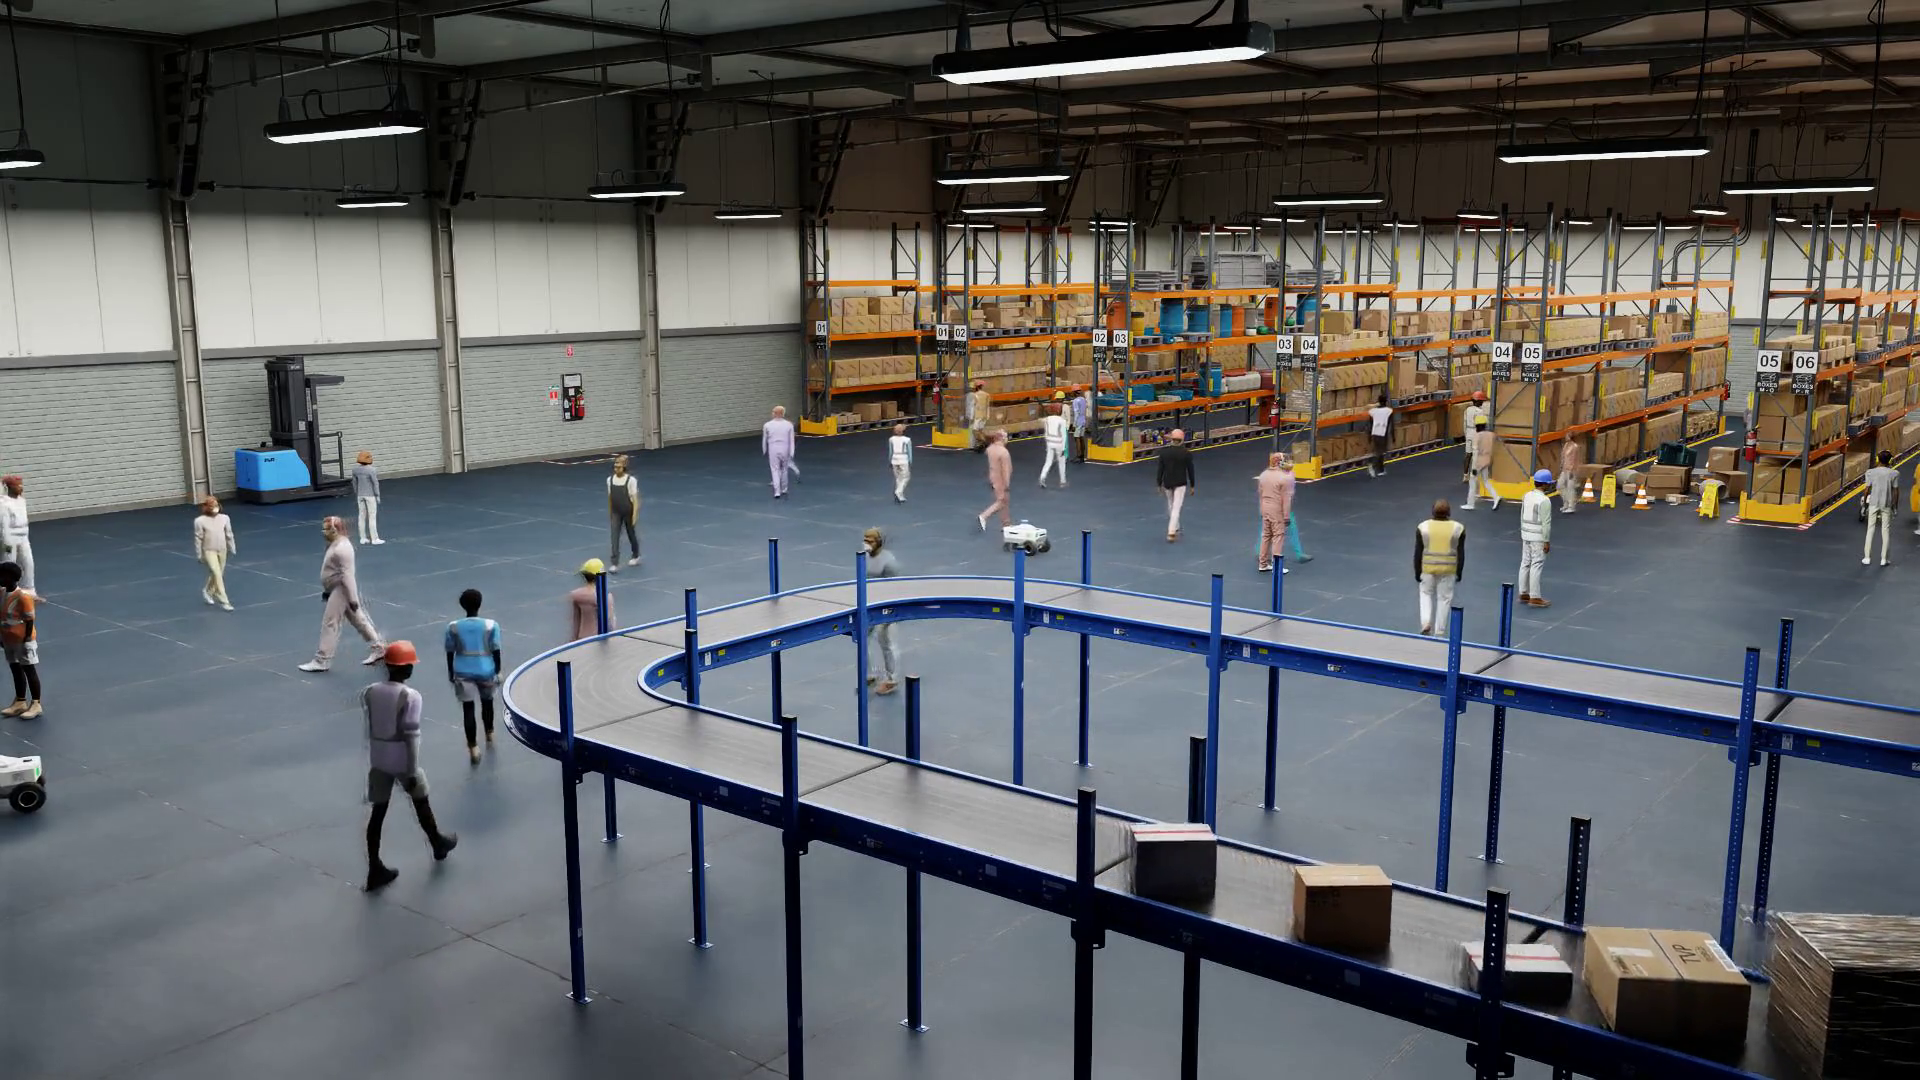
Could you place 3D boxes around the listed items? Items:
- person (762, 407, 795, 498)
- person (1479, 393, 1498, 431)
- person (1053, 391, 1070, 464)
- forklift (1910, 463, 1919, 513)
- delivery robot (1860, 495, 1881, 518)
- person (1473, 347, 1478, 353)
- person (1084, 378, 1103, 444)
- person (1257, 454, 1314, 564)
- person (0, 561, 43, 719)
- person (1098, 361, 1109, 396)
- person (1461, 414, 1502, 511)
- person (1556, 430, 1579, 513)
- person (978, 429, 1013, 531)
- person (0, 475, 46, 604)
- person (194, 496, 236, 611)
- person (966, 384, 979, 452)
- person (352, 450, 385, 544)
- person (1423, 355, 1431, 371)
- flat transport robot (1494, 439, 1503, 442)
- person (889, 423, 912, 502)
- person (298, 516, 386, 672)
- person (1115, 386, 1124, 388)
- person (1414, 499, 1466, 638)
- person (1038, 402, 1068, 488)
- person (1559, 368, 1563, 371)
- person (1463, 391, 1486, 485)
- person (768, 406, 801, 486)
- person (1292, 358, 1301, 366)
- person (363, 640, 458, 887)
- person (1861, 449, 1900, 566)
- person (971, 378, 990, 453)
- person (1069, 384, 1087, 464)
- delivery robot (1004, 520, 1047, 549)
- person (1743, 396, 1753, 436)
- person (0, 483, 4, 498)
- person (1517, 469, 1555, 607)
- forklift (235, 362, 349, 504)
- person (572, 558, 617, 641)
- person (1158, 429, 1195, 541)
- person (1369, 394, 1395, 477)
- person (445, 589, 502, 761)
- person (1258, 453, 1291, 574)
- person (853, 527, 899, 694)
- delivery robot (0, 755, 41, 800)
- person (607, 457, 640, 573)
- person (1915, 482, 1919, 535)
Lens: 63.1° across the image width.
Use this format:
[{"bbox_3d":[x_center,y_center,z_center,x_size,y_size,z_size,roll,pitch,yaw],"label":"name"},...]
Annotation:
[{"bbox_3d":[-3.777,-1.825,32.552,0.659,1.850,1.007,-1,10,-8],"label":"person"},{"bbox_3d":[13.300,-2.924,39.453,0.513,1.581,0.903,7,12,33],"label":"person"},{"bbox_3d":[2.430,-2.717,37.800,0.523,1.763,0.329,10,14,43],"label":"person"},{"bbox_3d":[19.034,-1.348,28.998,2.313,2.155,1.214,8,13,37],"label":"forklift"},{"bbox_3d":[17.274,-0.679,29.581,0.477,0.478,0.707,4,11,21],"label":"delivery robot"},{"bbox_3d":[17.805,-5.702,54.164,0.870,1.926,0.612,2,10,10],"label":"person"},{"bbox_3d":[3.376,-3.179,39.938,0.575,1.921,0.447,8,13,38],"label":"person"},{"bbox_3d":[5.246,-0.504,25.273,0.580,1.781,0.997,-10,14,-44],"label":"person"},{"bbox_3d":[-10.076,1.062,16.709,0.529,1.697,0.321,6,11,28],"label":"person"},{"bbox_3d":[4.617,-5.259,51.680,0.649,1.906,0.800,8,13,37],"label":"person"},{"bbox_3d":[10.214,-1.501,30.539,0.597,1.905,0.791,-6,12,-31],"label":"person"},{"bbox_3d":[11.816,-1.329,30.365,0.404,1.624,0.540,0,10,2],"label":"person"},{"bbox_3d":[0.685,-1.067,28.161,0.763,1.883,0.655,-4,11,-21],"label":"person"},{"bbox_3d":[-13.539,-0.003,22.271,0.789,1.861,0.586,1,10,6],"label":"person"},{"bbox_3d":[-10.521,0.160,22.055,0.808,1.599,0.513,7,12,34],"label":"person"},{"bbox_3d":[0.453,-3.170,40.220,0.681,1.805,0.617,-5,11,-24],"label":"person"},{"bbox_3d":[-10.238,-0.739,27.023,0.499,1.634,0.278,3,11,18],"label":"person"},{"bbox_3d":[15.357,-5.135,51.247,0.459,1.819,0.622,4,11,20],"label":"person"},{"bbox_3d":[14.581,-2.756,42.327,1.431,0.197,0.652,-1,10,-5],"label":"flat transport robot"},{"bbox_3d":[-1.215,-1.547,31.607,0.537,1.623,0.607,5,11,27],"label":"person"},{"bbox_3d":[-7.402,0.628,18.739,1.011,1.865,0.639,-4,11,-21],"label":"person"},{"bbox_3d":[5.311,-5.102,51.079,0.622,1.811,0.457,7,12,33],"label":"person"},{"bbox_3d":[6.168,0.384,20.139,0.621,1.831,0.432,3,11,17],"label":"person"},{"bbox_3d":[2.036,-2.034,33.675,0.575,1.863,0.864,7,12,33],"label":"person"},{"bbox_3d":[16.974,-3.977,44.397,0.351,1.936,0.634,-6,12,-29],"label":"person"},{"bbox_3d":[11.343,-2.257,34.416,0.379,2.041,0.616,-3,11,-18],"label":"person"},{"bbox_3d":[-3.857,-2.066,34.181,0.670,1.746,0.528,-7,12,-34],"label":"person"},{"bbox_3d":[11.899,-5.948,55.389,0.625,1.974,0.651,-6,12,-32],"label":"person"},{"bbox_3d":[-4.428,1.724,12.438,0.557,1.883,0.955,3,11,17],"label":"person"},{"bbox_3d":[14.812,-0.532,25.191,0.521,1.873,0.328,6,12,31],"label":"person"},{"bbox_3d":[0.547,-3.150,39.814,0.556,1.915,0.583,-9,13,-41],"label":"person"},{"bbox_3d":[2.844,-2.826,37.951,0.383,1.927,0.543,6,12,29],"label":"person"},{"bbox_3d":[1.092,-0.093,26.279,0.707,0.478,0.477,7,12,35],"label":"delivery robot"},{"bbox_3d":[19.663,-2.941,38.607,0.621,1.931,0.658,6,12,30],"label":"person"},{"bbox_3d":[-14.794,-0.304,23.549,0.701,2.000,0.536,-1,10,-6],"label":"person"},{"bbox_3d":[8.191,-0.040,22.204,0.406,1.945,0.613,-2,10,-11],"label":"person"},{"bbox_3d":[-13.803,-2.244,32.110,1.129,2.768,1.873,8,13,37],"label":"forklift"},{"bbox_3d":[-3.915,1.058,16.623,0.531,1.736,0.778,5,11,26],"label":"person"},{"bbox_3d":[3.809,-0.982,27.539,0.635,1.943,1.054,5,11,24],"label":"person"},{"bbox_3d":[9.524,-2.376,35.541,0.856,1.888,0.587,-9,14,-42],"label":"person"},{"bbox_3d":[-4.805,1.296,15.497,0.547,1.643,0.877,-2,10,-12],"label":"person"},{"bbox_3d":[4.955,-0.424,24.525,0.401,1.899,0.636,-6,12,-29],"label":"person"},{"bbox_3d":[-0.963,0.804,17.554,0.642,1.919,0.625,9,13,40],"label":"person"},{"bbox_3d":[-8.587,2.104,13.917,0.707,0.478,0.477,-6,12,-31],"label":"delivery robot"},{"bbox_3d":[-5.335,-0.429,24.825,0.523,1.804,0.951,2,10,10],"label":"person"},{"bbox_3d":[17.394,-0.949,27.956,0.489,1.723,0.399,0,10,2],"label":"person"}]
